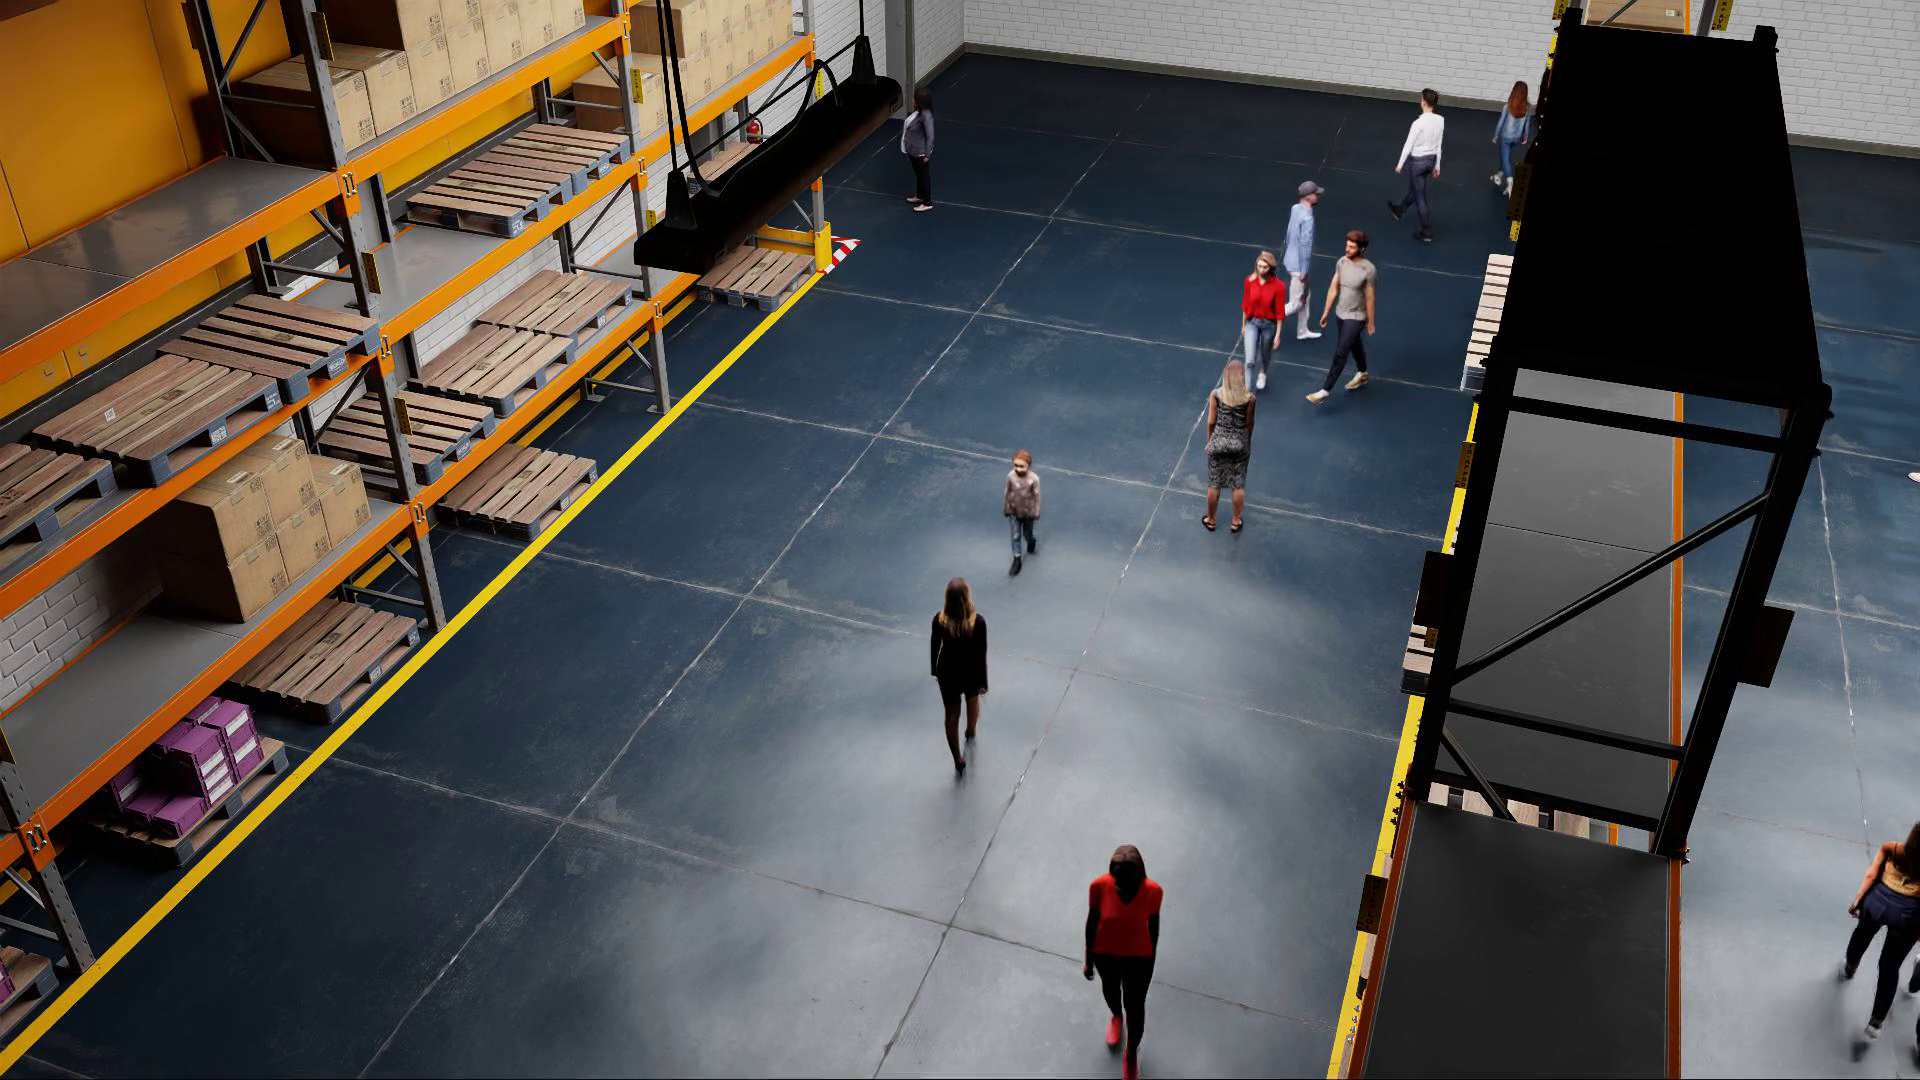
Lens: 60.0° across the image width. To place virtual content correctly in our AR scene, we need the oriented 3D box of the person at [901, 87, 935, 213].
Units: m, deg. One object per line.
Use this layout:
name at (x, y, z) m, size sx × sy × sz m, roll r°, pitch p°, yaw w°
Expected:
person at (-0.505, -5.044, 21.427) m, size 0.853 × 1.597 × 0.771 m, roll -8°, pitch 34°, yaw -12°

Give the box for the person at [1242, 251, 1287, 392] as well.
person at (3.125, -2.196, 17.089) m, size 0.639 × 1.655 × 1.117 m, roll 13°, pitch 36°, yaw 19°

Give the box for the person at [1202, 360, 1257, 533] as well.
person at (2.418, -0.831, 14.994) m, size 0.600 × 1.702 × 0.550 m, roll 6°, pitch 34°, yaw 9°

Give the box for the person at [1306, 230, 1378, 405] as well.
person at (4.081, -2.310, 17.102) m, size 1.280 × 1.830 × 1.120 m, roll -21°, pitch 39°, yaw -29°

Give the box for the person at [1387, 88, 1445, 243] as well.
person at (5.761, -4.584, 20.527) m, size 1.190 × 1.826 × 1.211 m, roll -16°, pitch 37°, yaw -23°

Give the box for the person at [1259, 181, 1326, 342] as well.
person at (3.610, -2.997, 18.105) m, size 0.990 × 1.864 × 1.103 m, roll -2°, pitch 34°, yaw -3°

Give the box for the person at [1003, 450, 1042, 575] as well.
person at (0.557, -0.286, 14.639) m, size 0.484 × 1.186 × 0.687 m, roll 11°, pitch 35°, yaw 16°

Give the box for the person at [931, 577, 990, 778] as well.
person at (-0.003, 1.056, 12.202) m, size 0.738 × 1.649 × 0.921 m, roll 2°, pitch 34°, yaw 3°

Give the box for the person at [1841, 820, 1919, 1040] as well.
person at (5.760, 2.376, 10.272) m, size 0.766 × 1.589 × 1.133 m, roll 21°, pitch 39°, yaw 29°

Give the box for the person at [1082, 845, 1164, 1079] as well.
person at (0.988, 2.432, 10.111) m, size 0.631 × 1.672 × 0.797 m, roll 7°, pitch 34°, yaw 11°

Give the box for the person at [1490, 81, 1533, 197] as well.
person at (7.279, -5.269, 21.890) m, size 0.903 × 1.459 × 1.065 m, roll -7°, pitch 34°, yaw -10°
